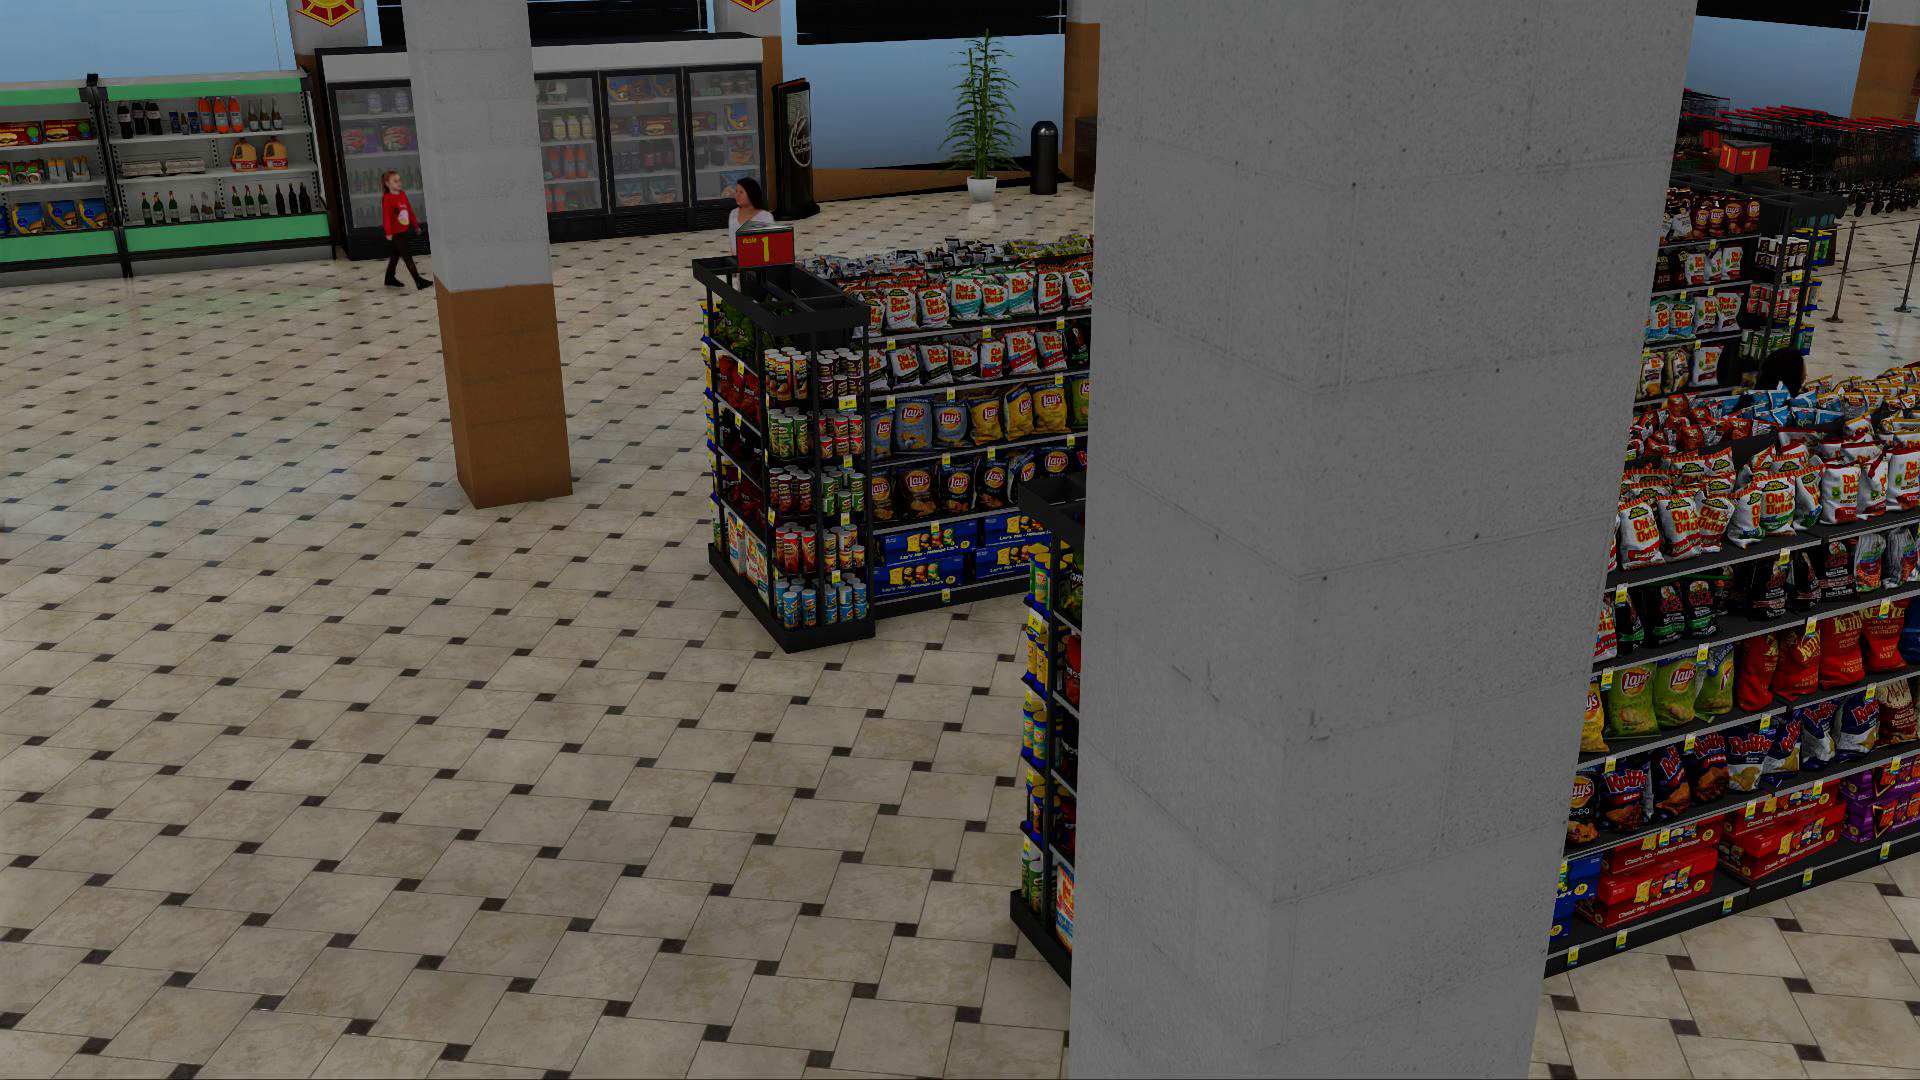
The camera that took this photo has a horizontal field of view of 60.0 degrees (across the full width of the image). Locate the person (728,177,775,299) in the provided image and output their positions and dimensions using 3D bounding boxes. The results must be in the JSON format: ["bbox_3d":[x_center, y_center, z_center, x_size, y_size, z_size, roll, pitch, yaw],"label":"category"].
[{"bbox_3d":[-1.863,-2.450,15.071,0.788,1.679,0.793,16,27,35],"label":"person"}]

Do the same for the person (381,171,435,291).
[{"bbox_3d":[-6.026,-3.279,17.707,0.929,1.250,0.824,5,23,13],"label":"person"}]
